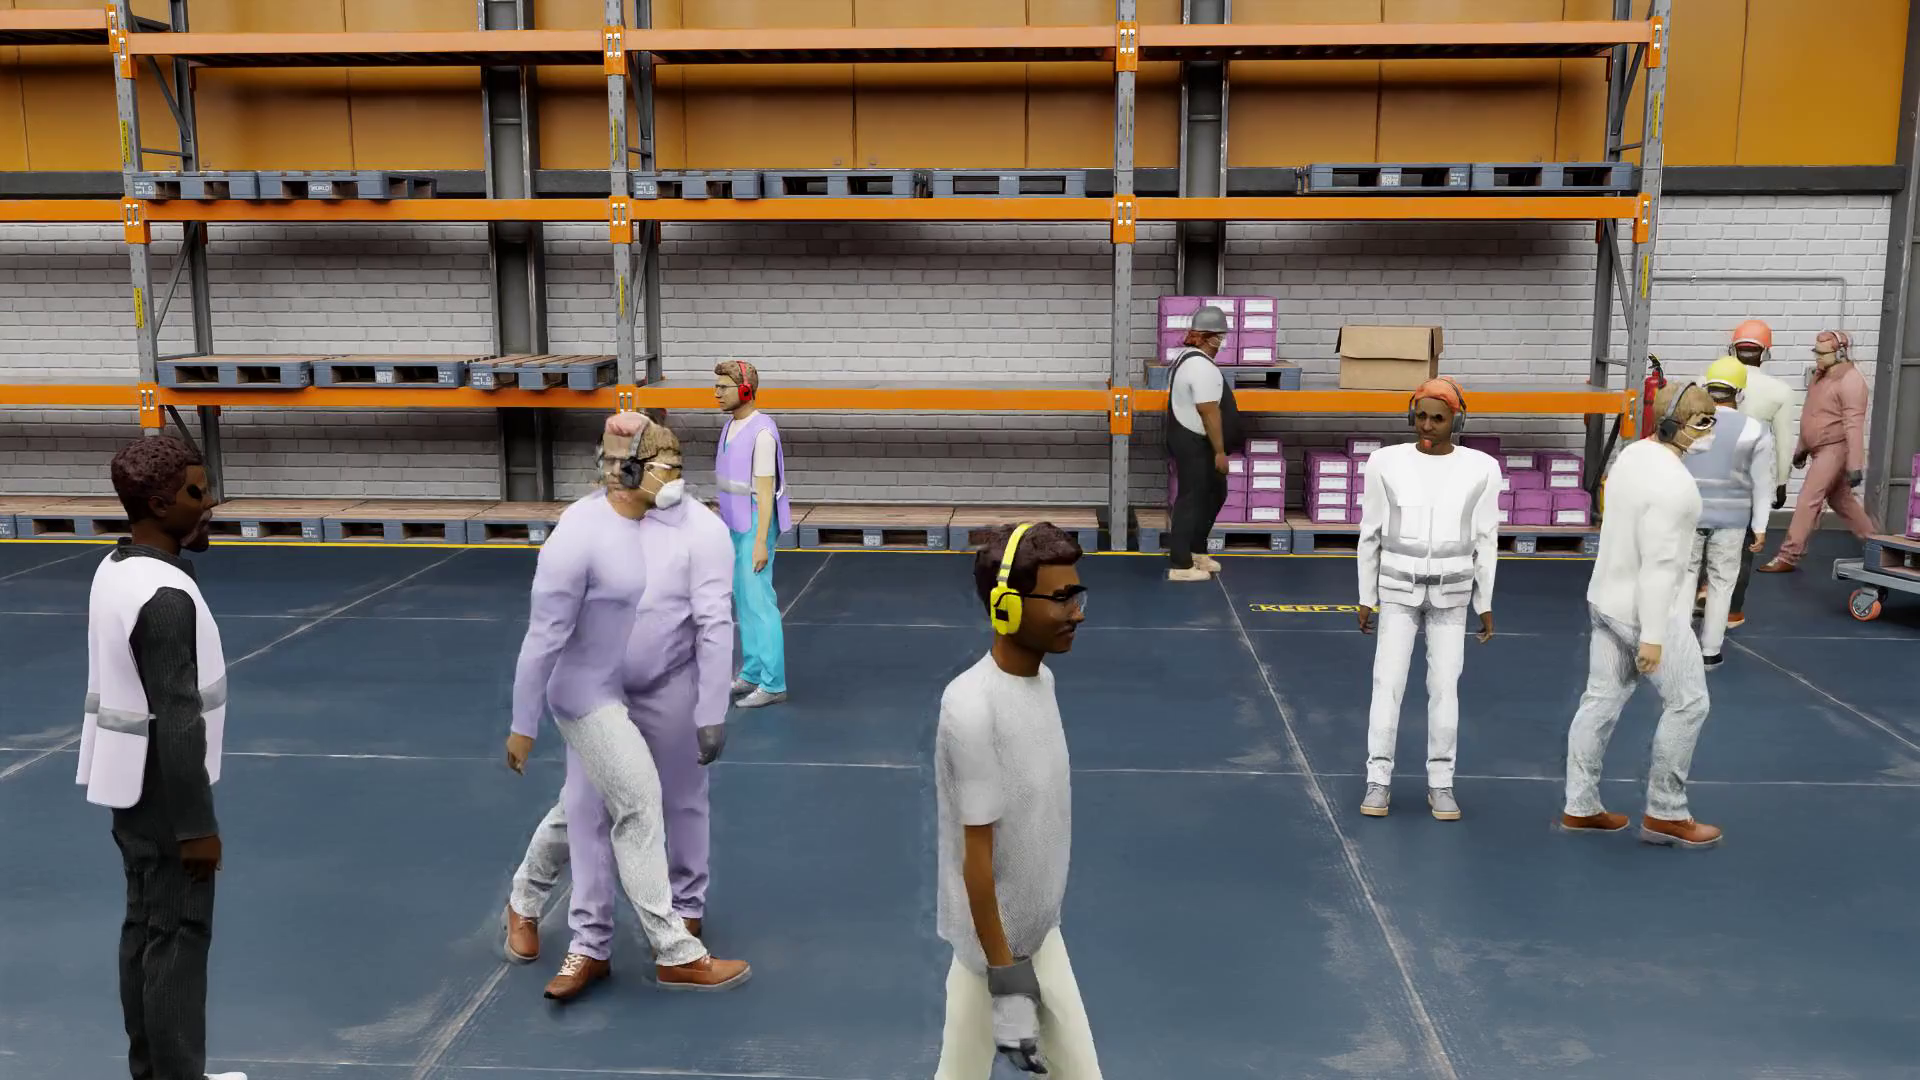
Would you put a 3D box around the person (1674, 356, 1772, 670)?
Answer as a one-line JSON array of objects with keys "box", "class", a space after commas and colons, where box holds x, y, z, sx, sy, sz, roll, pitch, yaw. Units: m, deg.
[{"box": [4.301, -0.141, 9.511, 0.614, 1.815, 0.443, 7, 12, 34], "class": "person"}]

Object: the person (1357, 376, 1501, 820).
[{"box": [1.969, 0.253, 7.043, 0.572, 1.875, 0.355, 2, 10, 12], "class": "person"}]

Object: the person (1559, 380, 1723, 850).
[{"box": [2.810, 0.307, 6.676, 0.725, 1.903, 0.705, 0, 10, -2], "class": "person"}]

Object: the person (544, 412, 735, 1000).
[{"box": [-1.070, 0.531, 5.388, 0.661, 1.871, 0.869, 3, 10, 15], "class": "person"}]

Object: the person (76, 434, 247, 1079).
[{"box": [-2.122, 0.676, 4.436, 0.398, 1.920, 0.590, -7, 12, -36], "class": "person"}]

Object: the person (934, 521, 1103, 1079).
[{"box": [0.050, 0.859, 3.614, 0.905, 1.841, 0.523, 5, 11, 27], "class": "person"}]

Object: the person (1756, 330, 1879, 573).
[{"box": [6.531, -0.640, 12.378, 0.941, 1.853, 0.713, 2, 10, 10], "class": "person"}]

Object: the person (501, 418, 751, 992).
[{"box": [-1.197, 0.533, 5.448, 0.988, 1.878, 0.664, 3, 10, 19], "class": "person"}]

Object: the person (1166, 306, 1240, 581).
[{"box": [1.788, -0.707, 12.182, 0.579, 2.000, 0.698, 1, 10, 3], "class": "person"}]

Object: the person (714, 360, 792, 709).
[{"box": [-1.109, -0.035, 8.856, 0.386, 1.839, 0.568, -5, 11, -27], "class": "person"}]

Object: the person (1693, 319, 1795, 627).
[{"box": [4.982, -0.418, 10.650, 0.648, 1.980, 0.433, 7, 12, 37], "class": "person"}]
